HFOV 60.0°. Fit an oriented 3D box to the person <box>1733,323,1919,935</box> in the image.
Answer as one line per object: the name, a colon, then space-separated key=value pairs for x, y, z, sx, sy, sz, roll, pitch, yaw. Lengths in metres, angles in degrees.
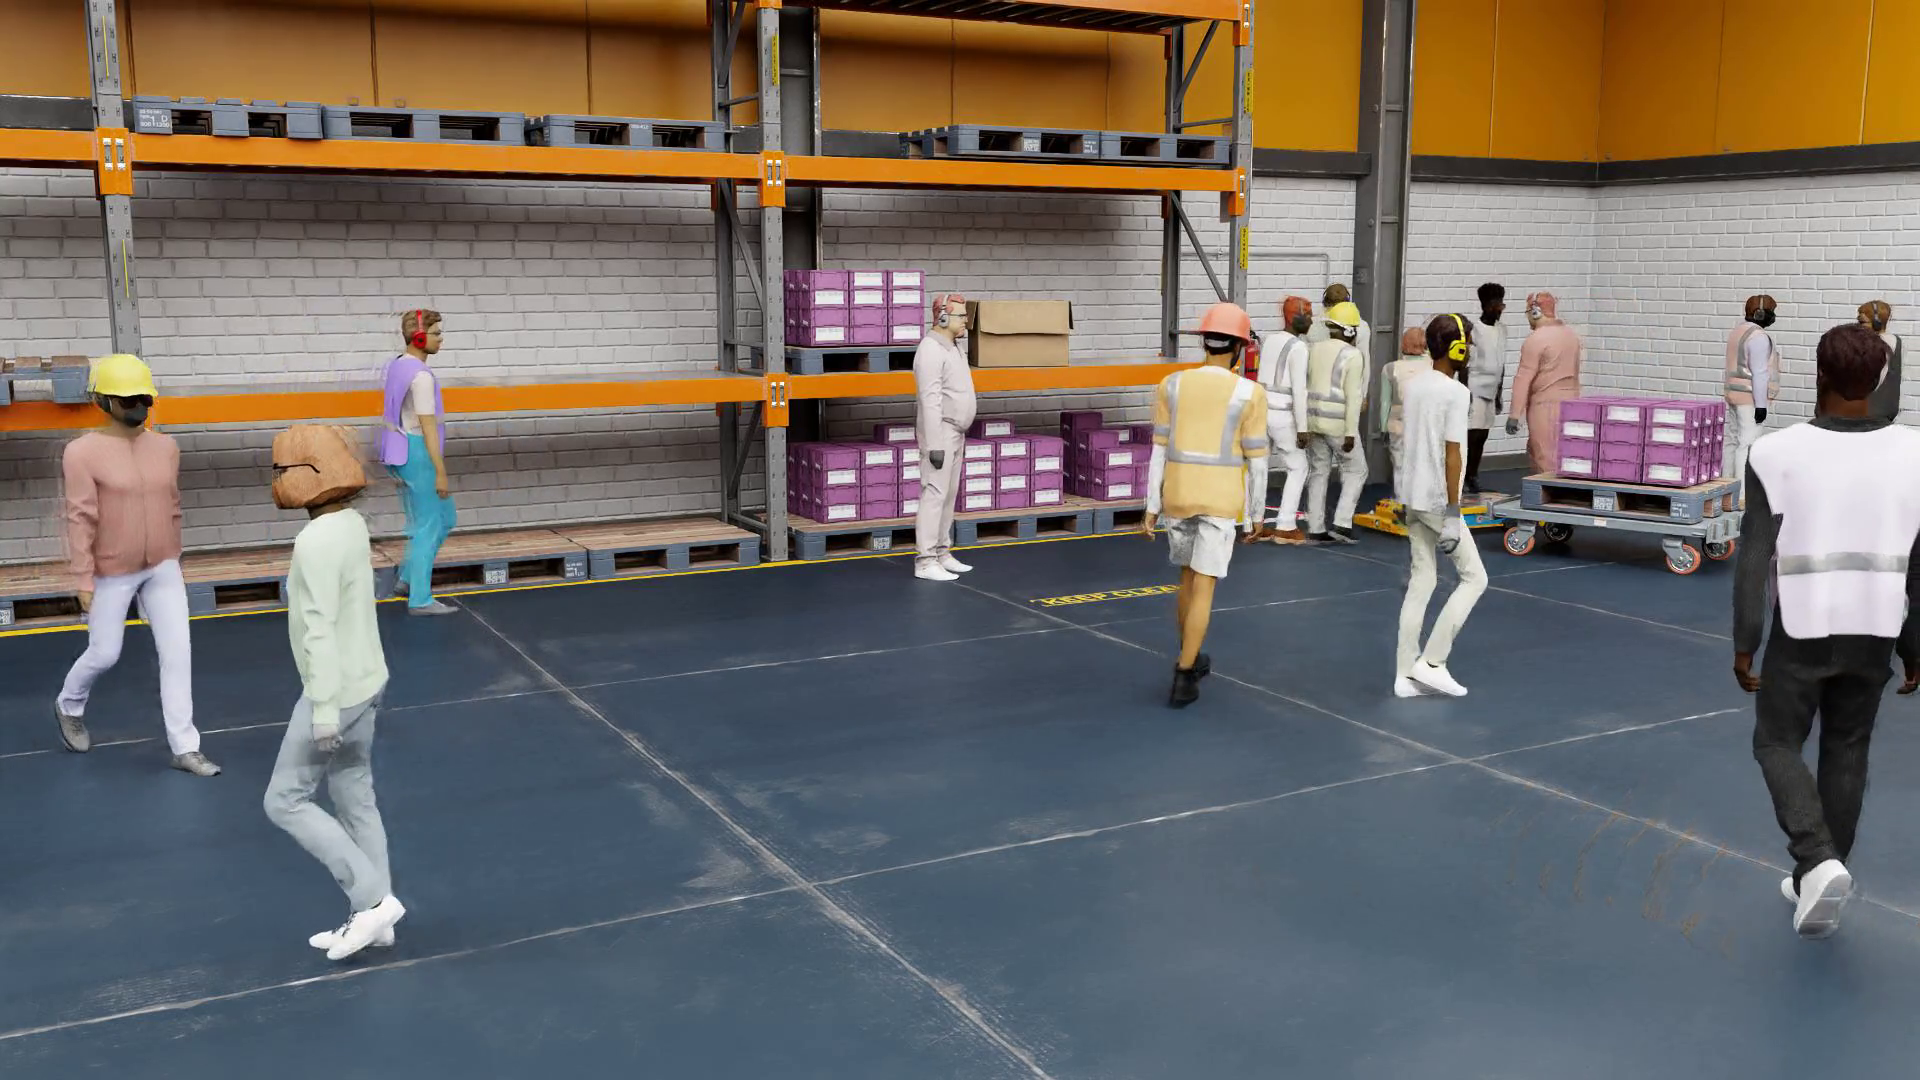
person: x=2.689 y=0.295 z=5.090 sx=0.595 sy=1.904 sz=0.635 roll=2 pitch=9 yaw=10

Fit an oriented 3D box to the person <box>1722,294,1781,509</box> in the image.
person: x=6.802 y=-1.183 z=14.296 sx=0.429 sy=1.841 sz=0.634 roll=1 pitch=9 yaw=6

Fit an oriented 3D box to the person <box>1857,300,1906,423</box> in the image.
person: x=7.265 y=-0.986 z=13.198 sx=0.576 sy=1.807 sz=0.558 roll=-4 pitch=10 yaw=-25

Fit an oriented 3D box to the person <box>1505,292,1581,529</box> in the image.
person: x=4.633 y=-1.019 z=13.216 sx=0.730 sy=1.870 sz=0.617 roll=-8 pitch=12 yaw=-41

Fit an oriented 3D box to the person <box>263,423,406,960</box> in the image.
person: x=-1.881 y=0.463 z=4.933 sx=0.349 sy=1.618 sz=0.528 roll=-1 pitch=9 yaw=-6

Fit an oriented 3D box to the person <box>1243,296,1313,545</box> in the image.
person: x=2.394 y=-0.877 z=12.394 sx=0.497 sy=1.862 sz=0.577 roll=-4 pitch=10 yaw=-21

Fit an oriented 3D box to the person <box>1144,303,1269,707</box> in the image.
person: x=1.223 y=-0.181 z=8.010 sx=0.570 sy=1.894 sz=0.852 roll=5 pitch=11 yaw=28

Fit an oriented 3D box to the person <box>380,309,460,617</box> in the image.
person: x=-3.171 y=-0.443 z=9.820 sx=0.460 sy=1.826 sz=0.590 roll=-5 pitch=11 yaw=-29

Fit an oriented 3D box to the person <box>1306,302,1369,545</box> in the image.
person: x=2.807 y=-0.858 z=12.384 sx=0.487 sy=1.812 sz=0.607 roll=-6 pitch=11 yaw=-32

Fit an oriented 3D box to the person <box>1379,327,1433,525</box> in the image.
person: x=3.482 y=-0.838 z=12.845 sx=0.520 sy=1.612 sz=0.666 roll=5 pitch=10 yaw=26

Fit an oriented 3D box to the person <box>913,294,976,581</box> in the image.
person: x=-0.088 y=-0.684 z=11.085 sx=0.398 sy=1.899 sz=0.636 roll=2 pitch=10 yaw=13

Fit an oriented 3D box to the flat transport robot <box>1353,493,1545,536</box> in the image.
flat transport robot: x=3.901 y=-0.213 z=13.153 sx=1.431 sy=0.197 sz=0.652 roll=-4 pitch=10 yaw=-21

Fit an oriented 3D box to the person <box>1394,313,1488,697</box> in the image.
person: x=2.304 y=-0.151 z=7.958 sx=0.488 sy=1.851 sz=0.548 roll=-3 pitch=10 yaw=-17

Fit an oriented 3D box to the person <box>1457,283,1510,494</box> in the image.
person: x=4.608 y=-1.293 z=14.685 sx=0.615 sy=1.941 sz=0.459 roll=-7 pitch=11 yaw=-36

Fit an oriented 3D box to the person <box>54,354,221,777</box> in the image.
person: x=-3.455 y=0.094 z=6.838 sx=0.844 sy=1.735 sz=0.523 roll=6 pitch=11 yaw=31

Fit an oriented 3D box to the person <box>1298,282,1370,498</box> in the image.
person: x=3.302 y=-1.303 z=14.731 sx=0.635 sy=1.937 sz=0.354 roll=3 pitch=10 yaw=16
